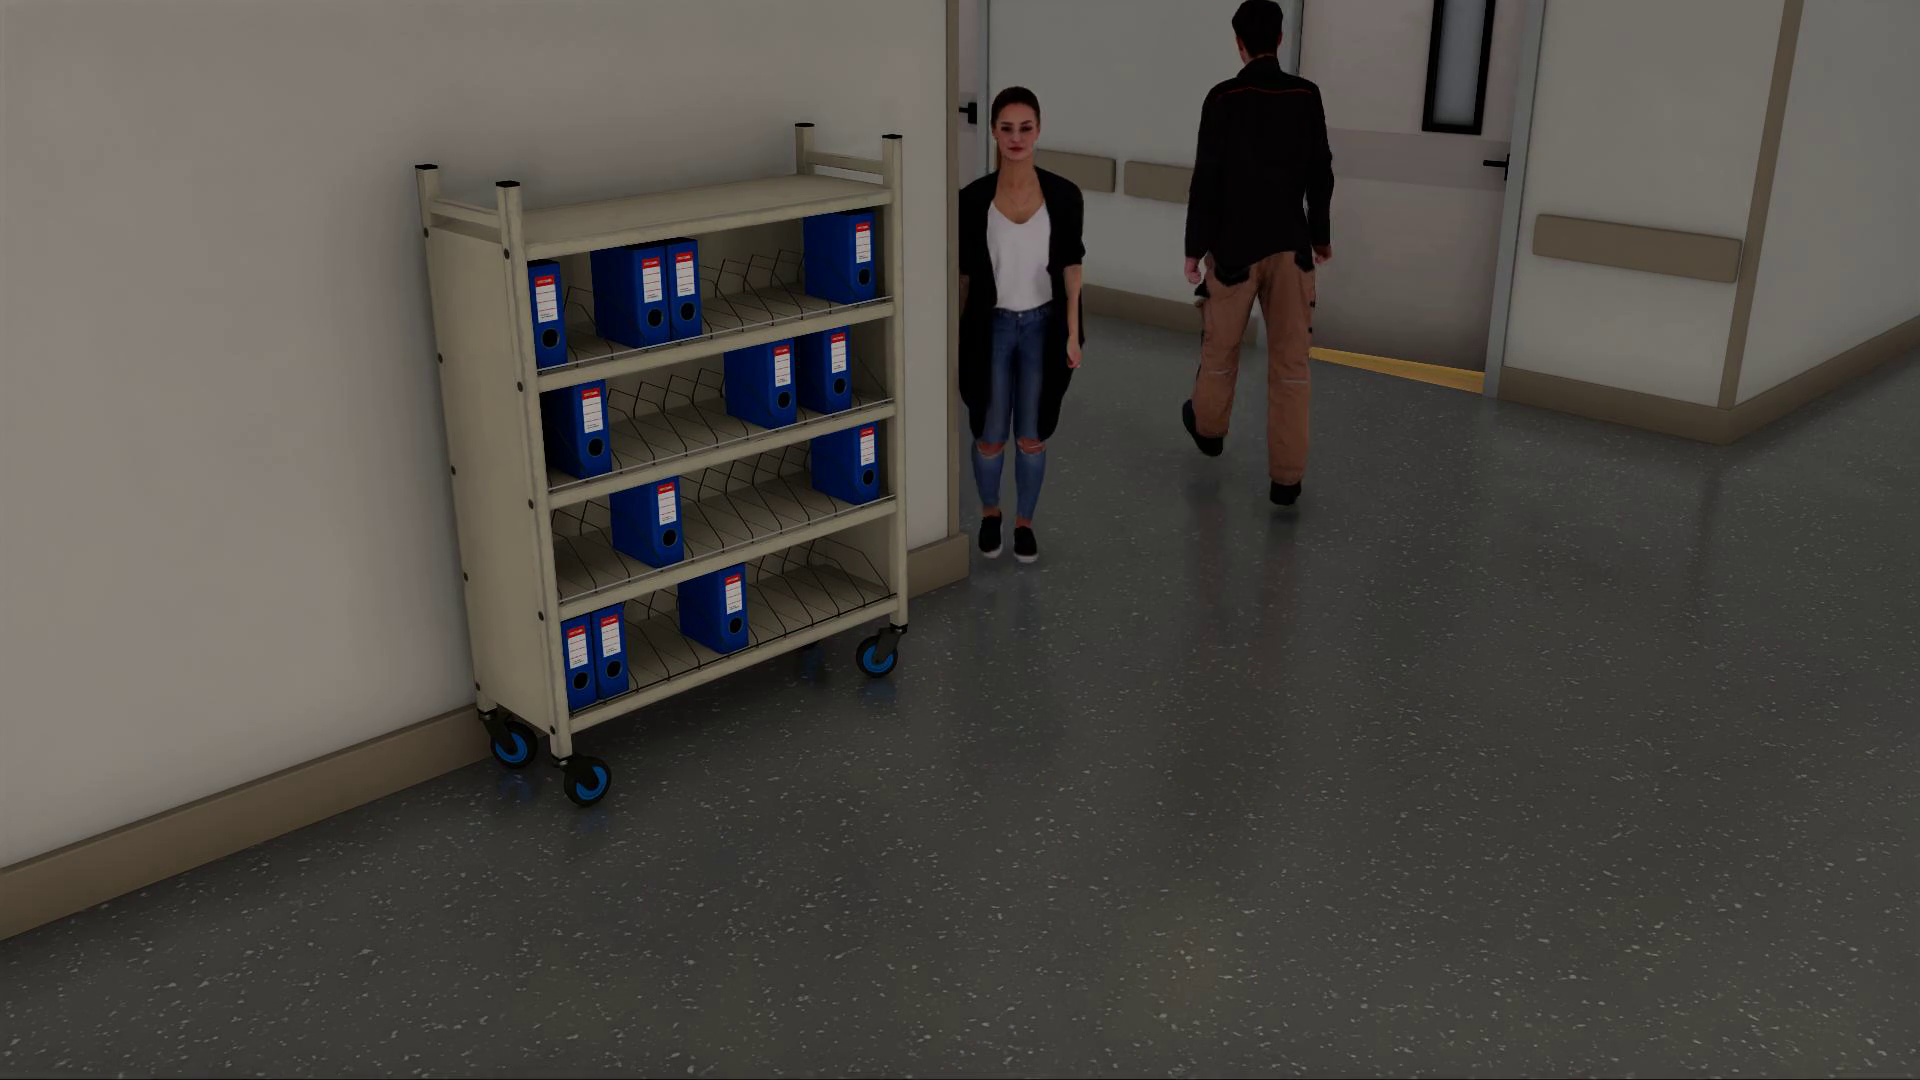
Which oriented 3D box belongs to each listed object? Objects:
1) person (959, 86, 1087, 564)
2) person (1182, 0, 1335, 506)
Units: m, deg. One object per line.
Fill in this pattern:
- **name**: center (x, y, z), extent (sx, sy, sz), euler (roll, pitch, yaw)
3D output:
- **person**: center (0.201, -0.739, 5.847), extent (0.787, 1.669, 0.849), euler (-2, 21, -4)
- **person**: center (1.167, -1.047, 6.385), extent (1.296, 1.863, 1.310), euler (-1, 21, -4)
